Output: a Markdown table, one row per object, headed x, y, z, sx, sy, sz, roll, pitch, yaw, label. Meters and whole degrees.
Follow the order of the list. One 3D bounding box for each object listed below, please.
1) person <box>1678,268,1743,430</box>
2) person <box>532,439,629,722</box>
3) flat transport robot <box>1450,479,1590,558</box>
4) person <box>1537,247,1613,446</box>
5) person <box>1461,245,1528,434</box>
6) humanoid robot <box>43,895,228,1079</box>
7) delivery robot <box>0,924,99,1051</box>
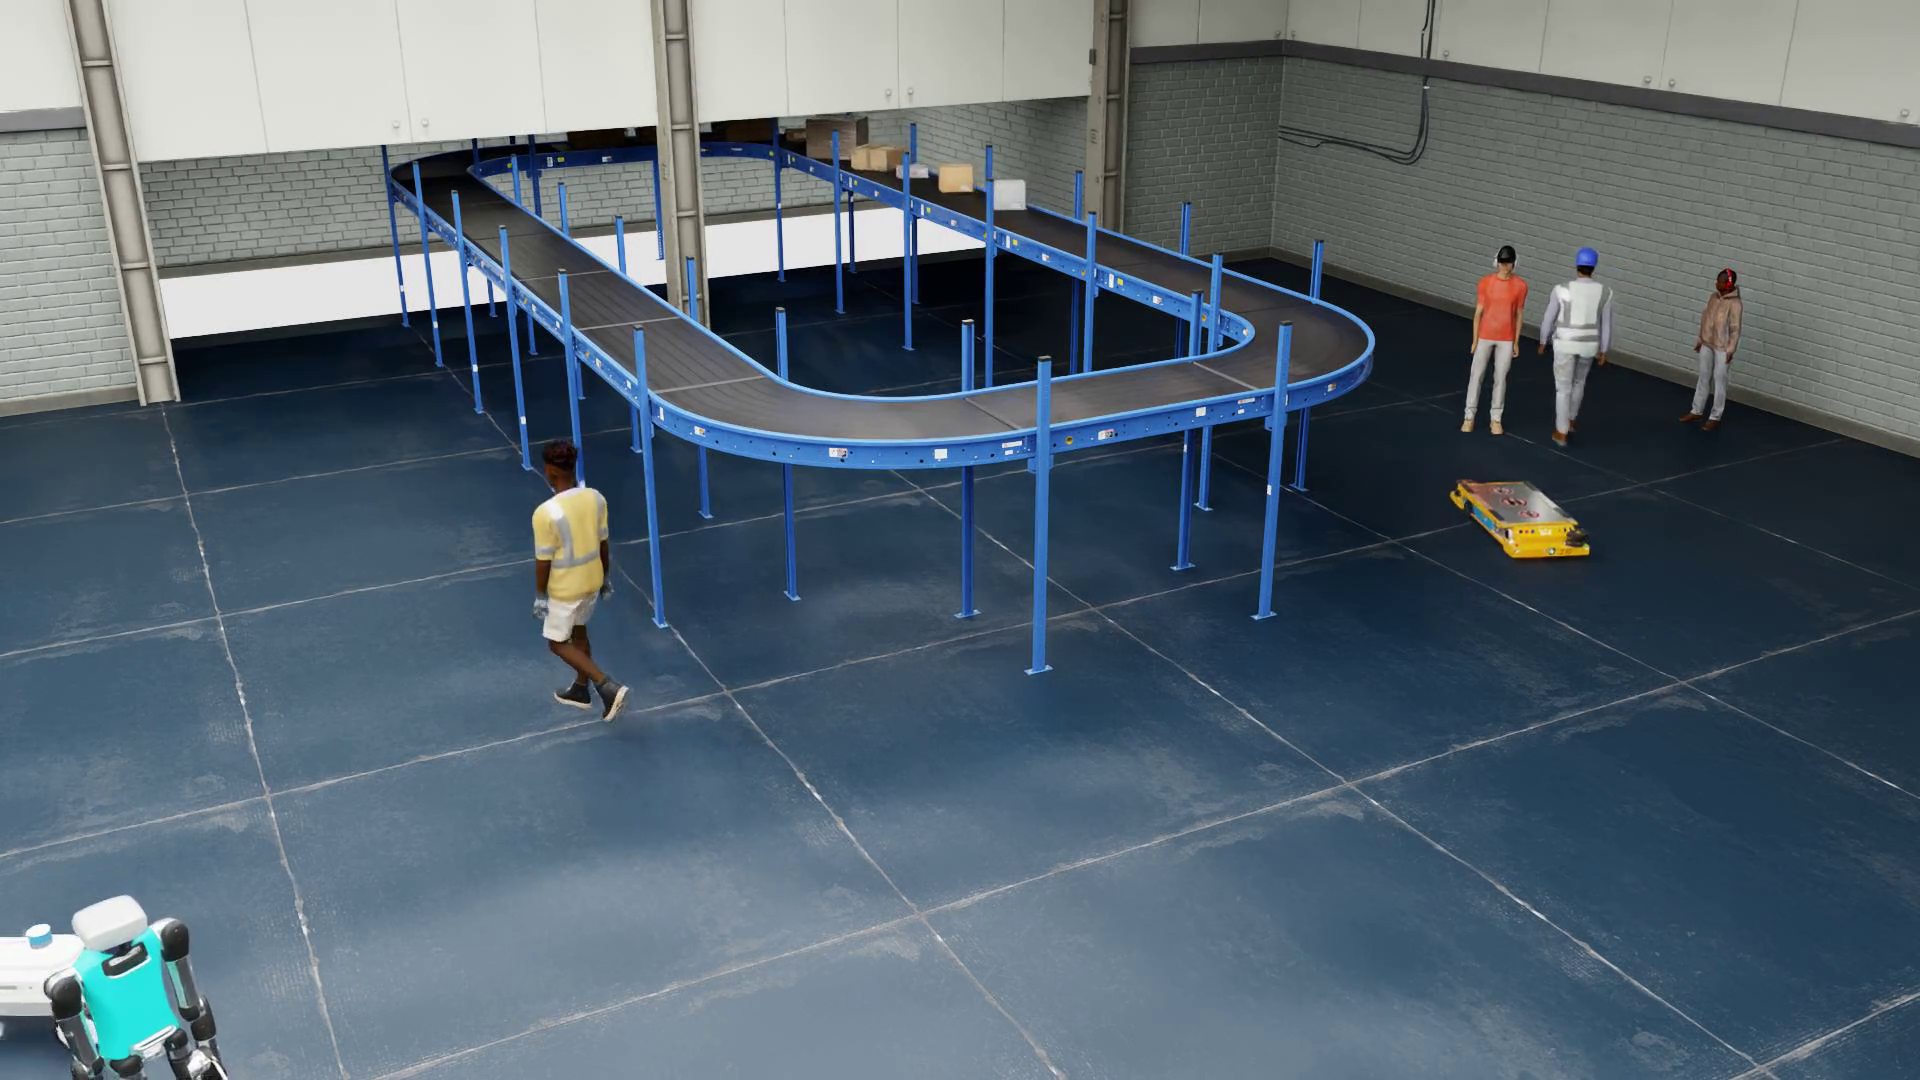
| x | y | z | sx | sy | sz | roll | pitch | yaw | label |
| --- | --- | --- | --- | --- | --- | --- | --- | --- | --- |
| 7.661 | -1.939 | 16.823 | 0.327 | 1.648 | 0.459 | -8 | 23 | -19 | person |
| -2.489 | 0.289 | 10.929 | 0.689 | 1.941 | 0.614 | 11 | 25 | 25 | person |
| 4.817 | -0.199 | 14.367 | 0.659 | 0.231 | 1.431 | -2 | 22 | -5 | flat transport robot |
| 6.061 | -1.951 | 16.504 | 0.623 | 1.910 | 0.874 | 1 | 22 | 2 | person |
| 5.358 | -1.992 | 16.613 | 0.476 | 1.912 | 0.410 | 6 | 23 | 14 | person |
| -2.991 | 2.238 | 6.403 | 0.881 | 1.775 | 0.544 | 16 | 27 | 34 | humanoid robot |
| -4.438 | 2.166 | 8.152 | 0.803 | 0.603 | 0.499 | 0 | 22 | 0 | delivery robot |
